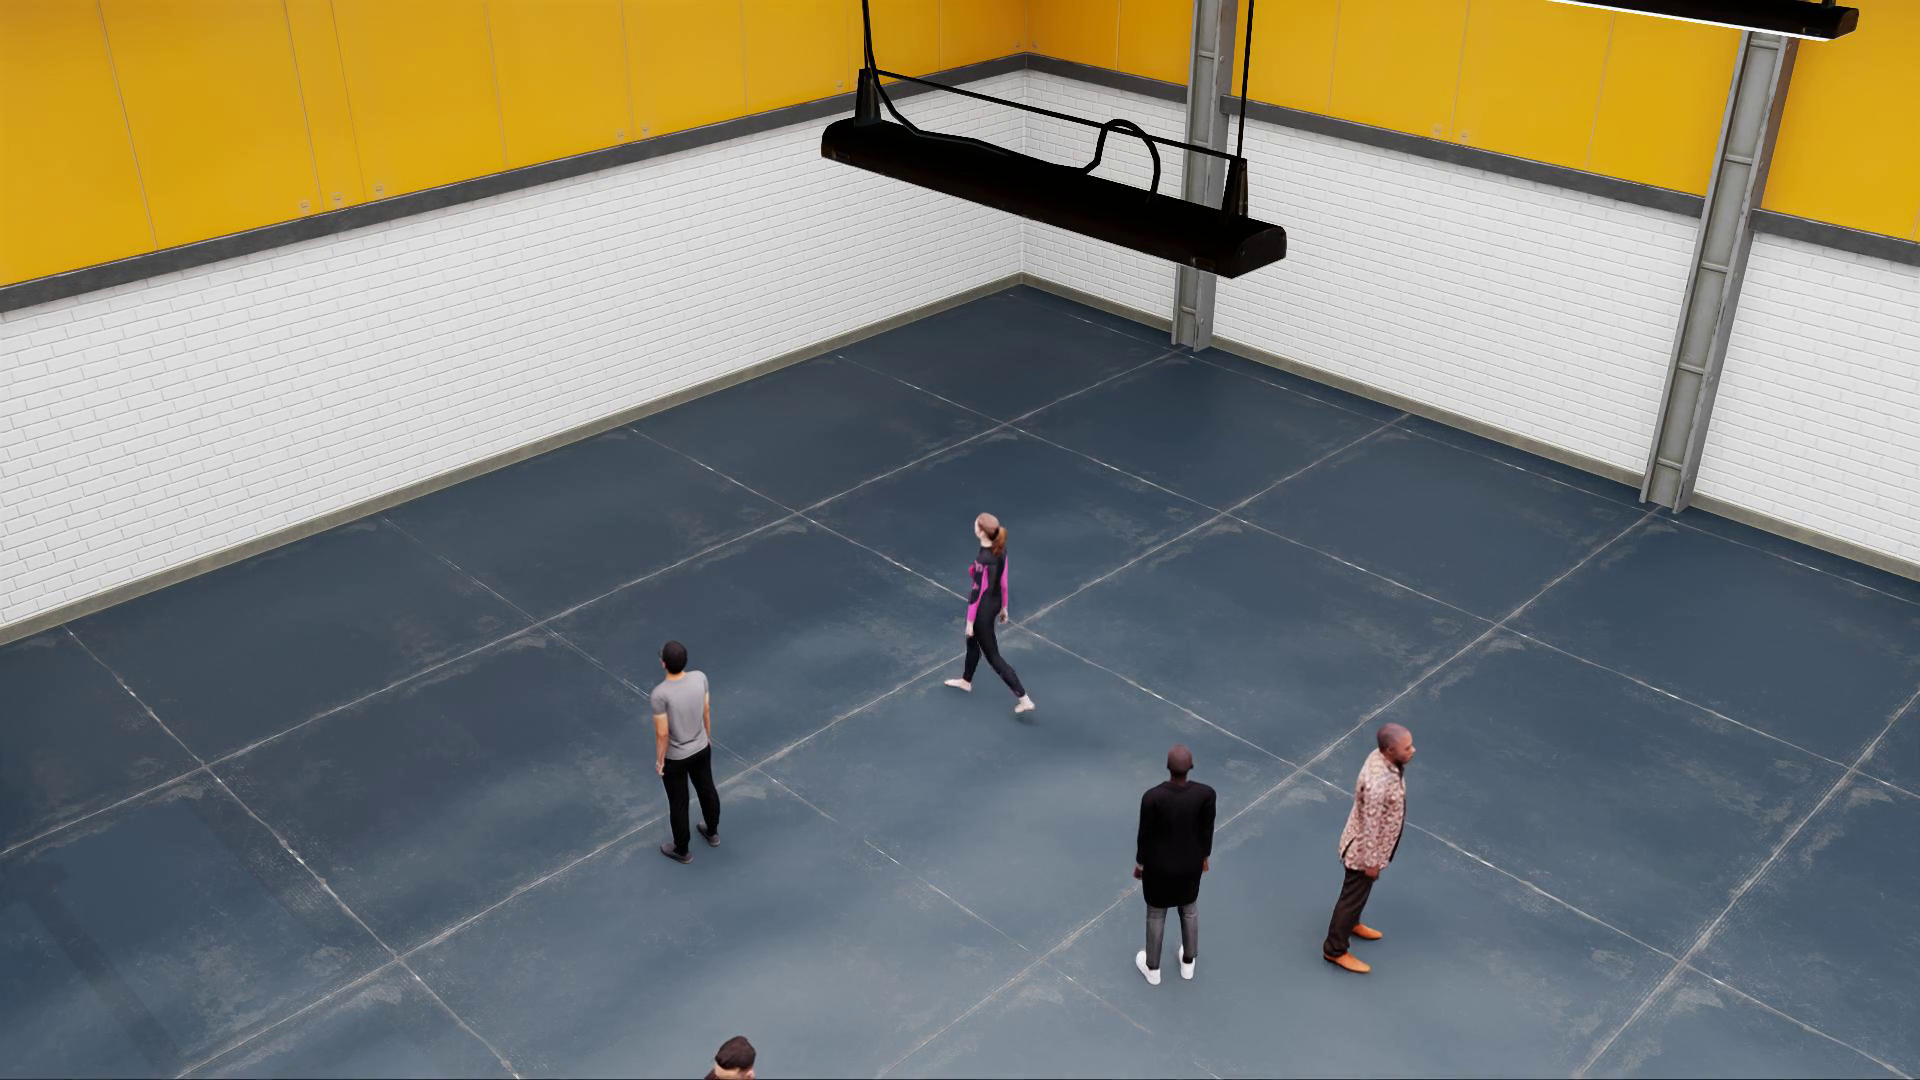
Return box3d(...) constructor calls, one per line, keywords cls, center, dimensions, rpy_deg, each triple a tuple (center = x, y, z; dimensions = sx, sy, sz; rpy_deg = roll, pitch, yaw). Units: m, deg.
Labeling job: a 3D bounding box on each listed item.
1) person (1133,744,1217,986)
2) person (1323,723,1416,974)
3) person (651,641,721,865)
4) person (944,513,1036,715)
box3d(cls="person", center=(1.337, 2.038, 10.459), dimensions=(0.734, 1.761, 0.757), rpy_deg=(-5, 29, -8))
box3d(cls="person", center=(2.594, 1.923, 10.632), dimensions=(0.718, 1.797, 0.754), rpy_deg=(12, 31, 21))
box3d(cls="person", center=(-1.912, 1.449, 11.545), dimensions=(0.532, 1.755, 0.603), rpy_deg=(25, 37, 38))
box3d(cls="person", center=(0.275, 0.611, 13.127), dimensions=(1.160, 1.711, 0.718), rpy_deg=(18, 33, 29))
